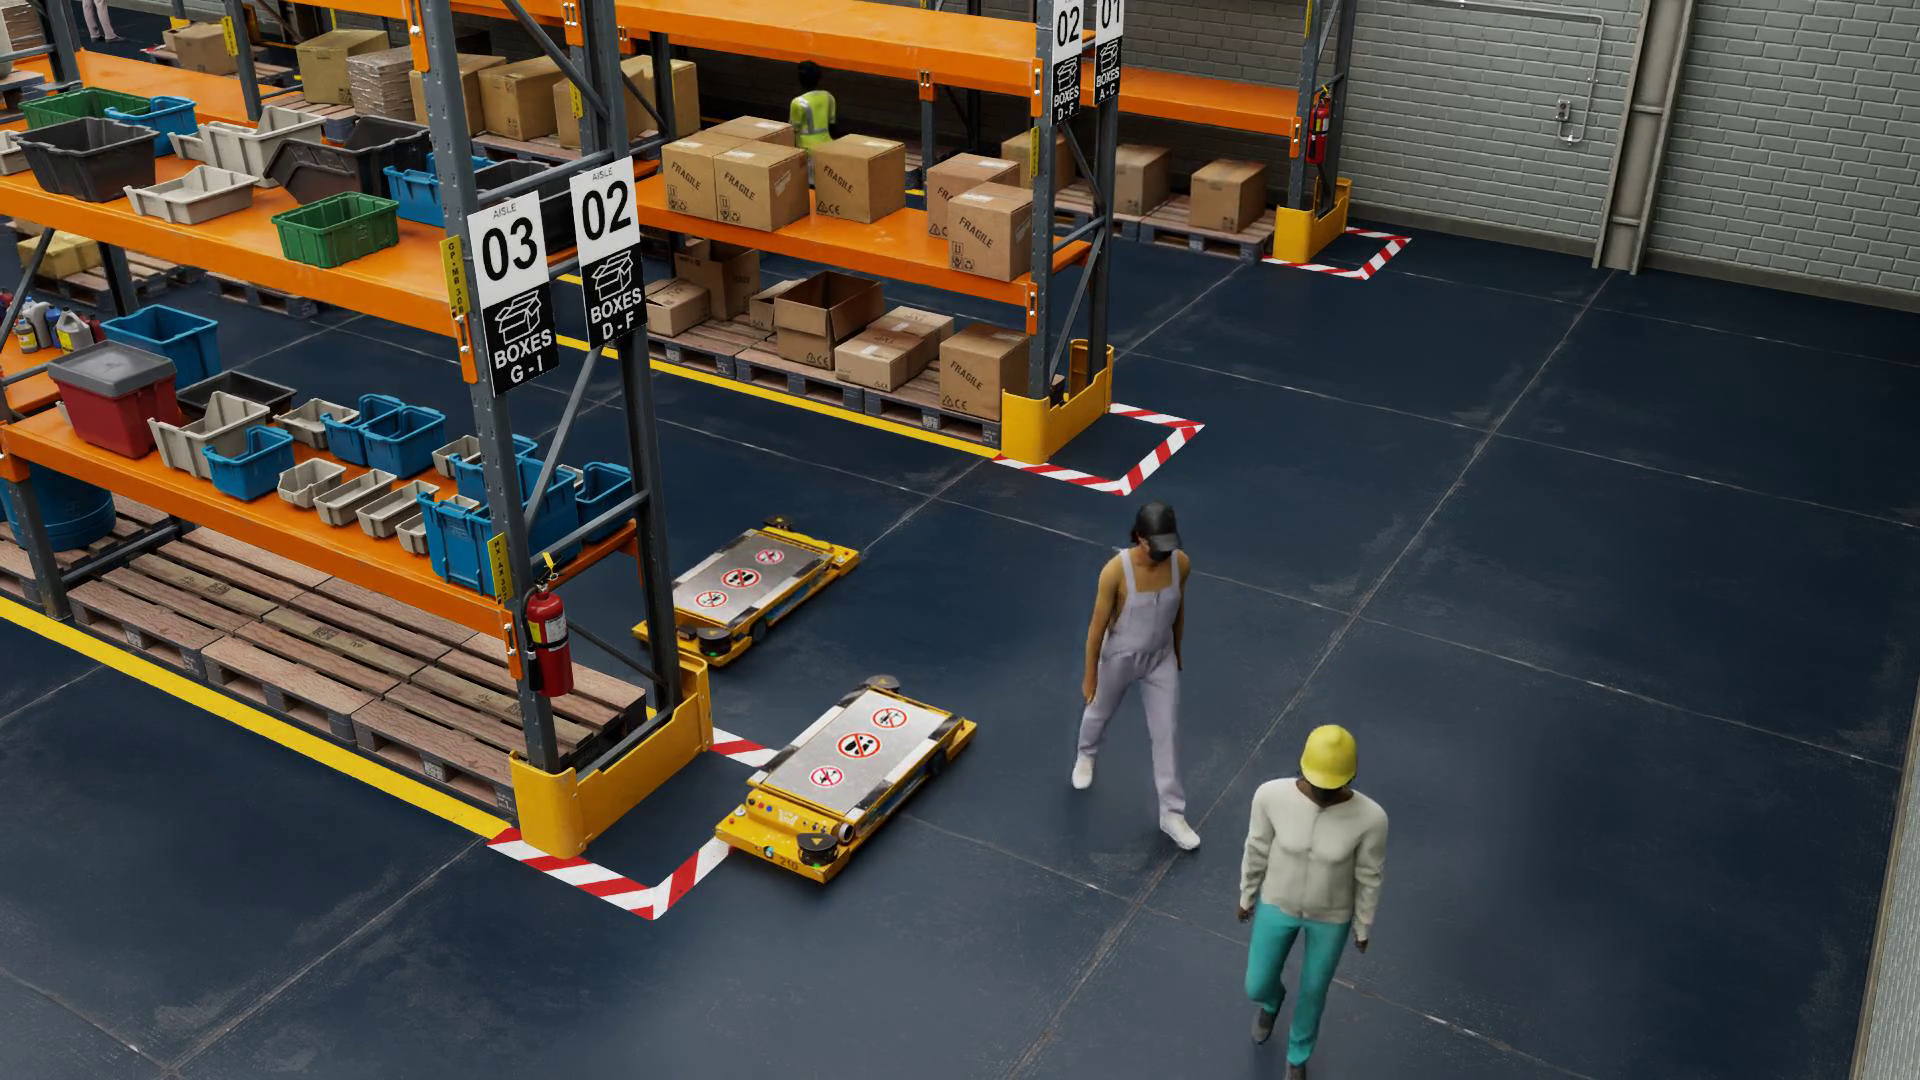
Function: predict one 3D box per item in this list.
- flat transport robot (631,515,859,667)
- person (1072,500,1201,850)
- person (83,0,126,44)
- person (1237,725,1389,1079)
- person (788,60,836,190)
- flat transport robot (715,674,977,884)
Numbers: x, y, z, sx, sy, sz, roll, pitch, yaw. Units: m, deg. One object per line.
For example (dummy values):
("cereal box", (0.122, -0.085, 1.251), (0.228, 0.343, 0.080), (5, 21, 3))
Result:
("flat transport robot", (-1.280, 0.289, 10.115), (0.659, 0.231, 1.431), (16, 33, 27))
("person", (0.838, 0.566, 8.039), (0.574, 1.812, 0.913), (-9, 30, -16))
("person", (-12.101, -7.842, 23.084), (0.565, 1.846, 0.390), (9, 30, 16))
("person", (1.353, 1.451, 6.493), (0.541, 1.755, 0.382), (8, 30, 14))
("person", (-1.451, -3.717, 15.856), (0.599, 1.678, 0.545), (18, 34, 30))
("flat transport robot", (-0.552, 1.184, 8.508), (0.659, 0.231, 1.431), (16, 33, 27))
